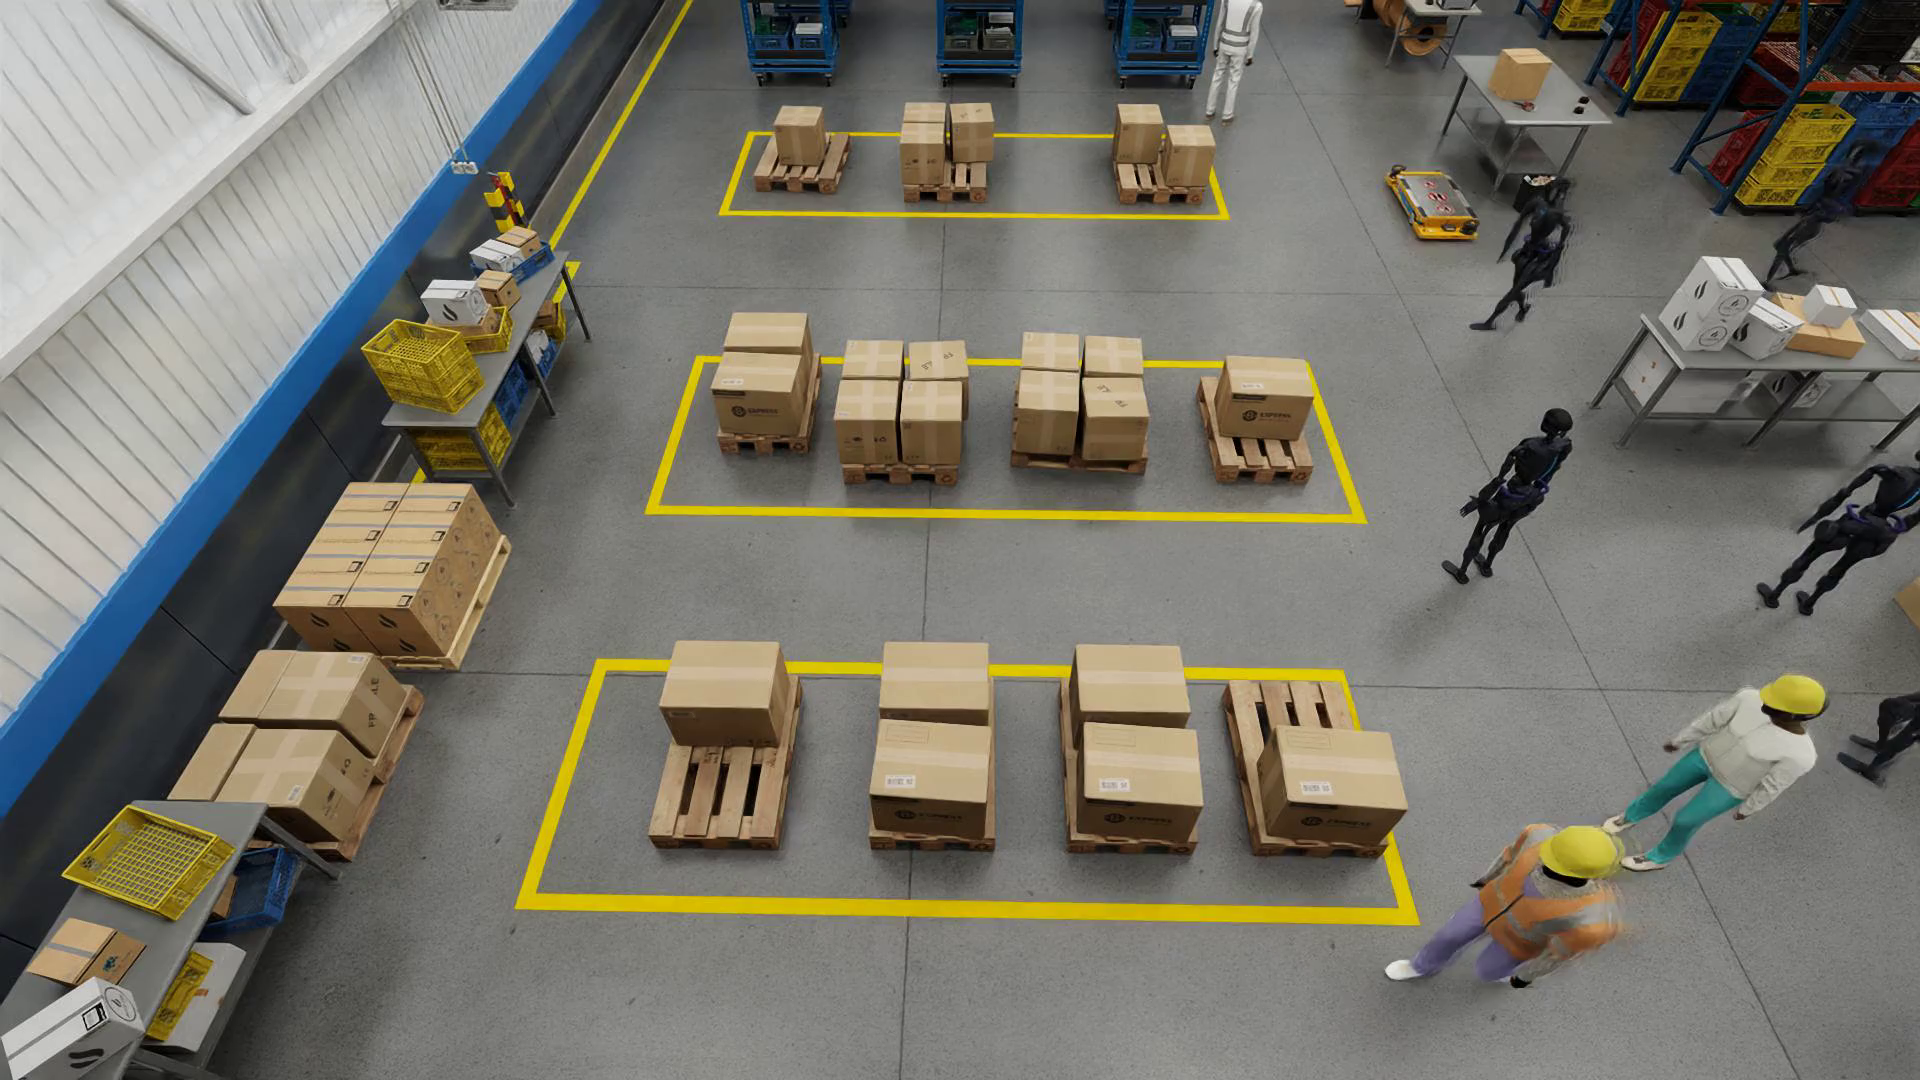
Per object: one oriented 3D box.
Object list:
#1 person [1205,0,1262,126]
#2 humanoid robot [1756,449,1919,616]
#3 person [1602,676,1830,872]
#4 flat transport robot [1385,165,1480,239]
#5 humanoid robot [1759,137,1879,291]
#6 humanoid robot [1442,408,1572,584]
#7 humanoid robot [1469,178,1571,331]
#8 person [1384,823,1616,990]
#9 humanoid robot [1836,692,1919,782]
[{"bbox_3d":[3.598,-6.447,12.046,0.582,1.880,0.337,30,56,24],"label":"person"},{"bbox_3d":[6.548,-0.099,6.682,0.563,1.654,0.356,17,51,14],"label":"humanoid robot"},{"bbox_3d":[4.416,1.359,5.371,0.399,1.748,0.534,-2,49,-2],"label":"person"},{"bbox_3d":[5.692,-4.094,11.059,0.652,0.197,1.431,1,49,1],"label":"flat transport robot"},{"bbox_3d":[8.886,-3.351,9.504,0.375,1.651,0.612,30,56,23],"label":"humanoid robot"},{"bbox_3d":[4.122,-0.317,6.868,0.610,1.656,0.315,-12,50,-10],"label":"humanoid robot"},{"bbox_3d":[5.705,-2.823,9.076,0.727,1.618,0.590,-12,50,-10],"label":"humanoid robot"},{"bbox_3d":[2.908,1.958,4.753,0.691,1.900,0.593,-8,50,-7],"label":"person"},{"bbox_3d":[6.174,0.973,5.759,0.596,1.650,0.445,-31,56,-24],"label":"humanoid robot"}]
